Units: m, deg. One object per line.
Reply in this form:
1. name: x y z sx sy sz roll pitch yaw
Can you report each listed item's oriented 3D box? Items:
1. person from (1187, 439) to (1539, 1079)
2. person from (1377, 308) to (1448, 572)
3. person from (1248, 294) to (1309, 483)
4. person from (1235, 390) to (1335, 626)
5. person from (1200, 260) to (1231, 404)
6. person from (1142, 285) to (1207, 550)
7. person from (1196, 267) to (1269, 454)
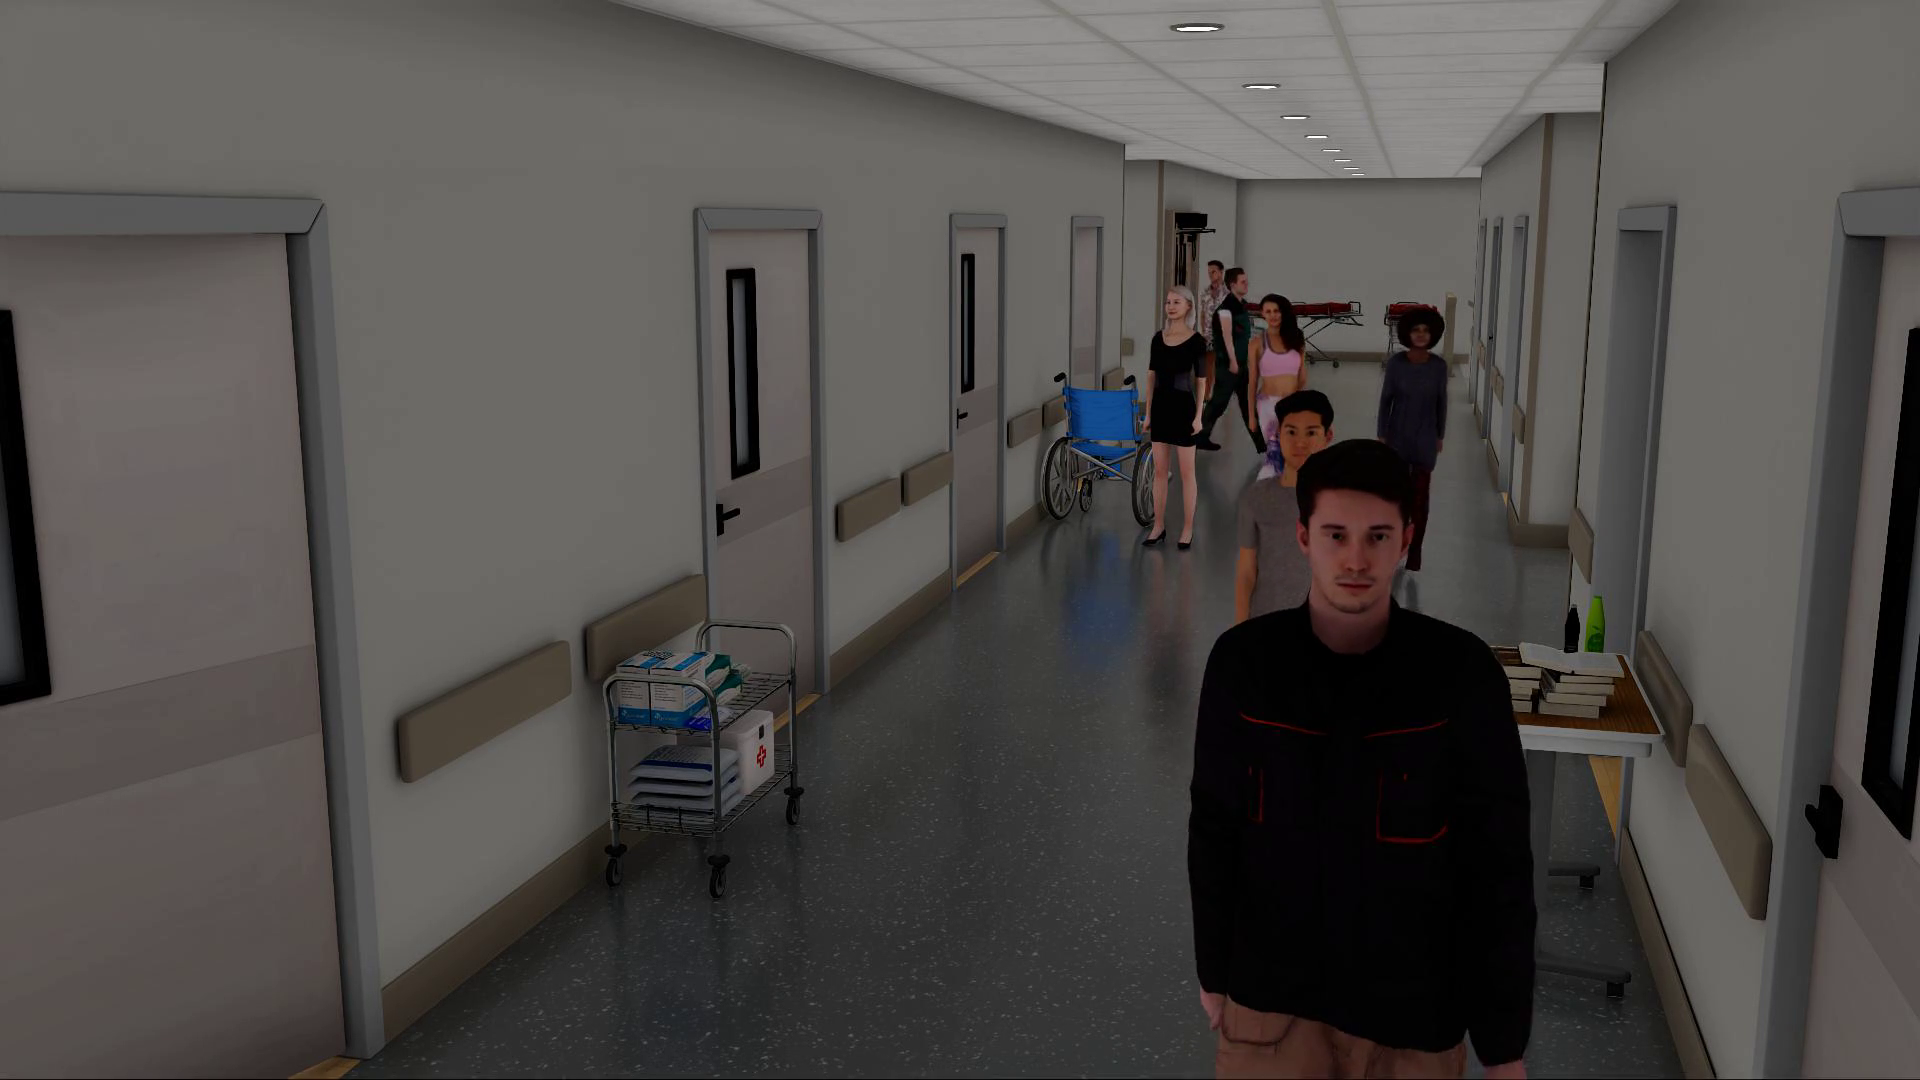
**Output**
1. person: 0.664 0.779 2.833 0.710 1.895 0.992 2 11 11
2. person: 2.974 -0.660 11.012 0.575 1.673 1.078 3 11 15
3. person: 2.284 -0.893 12.118 0.966 1.719 1.262 -3 11 -13
4. person: 1.172 0.336 5.690 0.658 1.699 0.941 2 11 9
5. person: 3.288 -2.581 20.884 0.808 1.767 1.185 5 12 26
6. person: 1.507 -0.864 11.664 0.638 1.829 0.586 6 12 30
7. person: 2.580 -1.709 16.208 0.877 1.792 1.139 5 12 26
